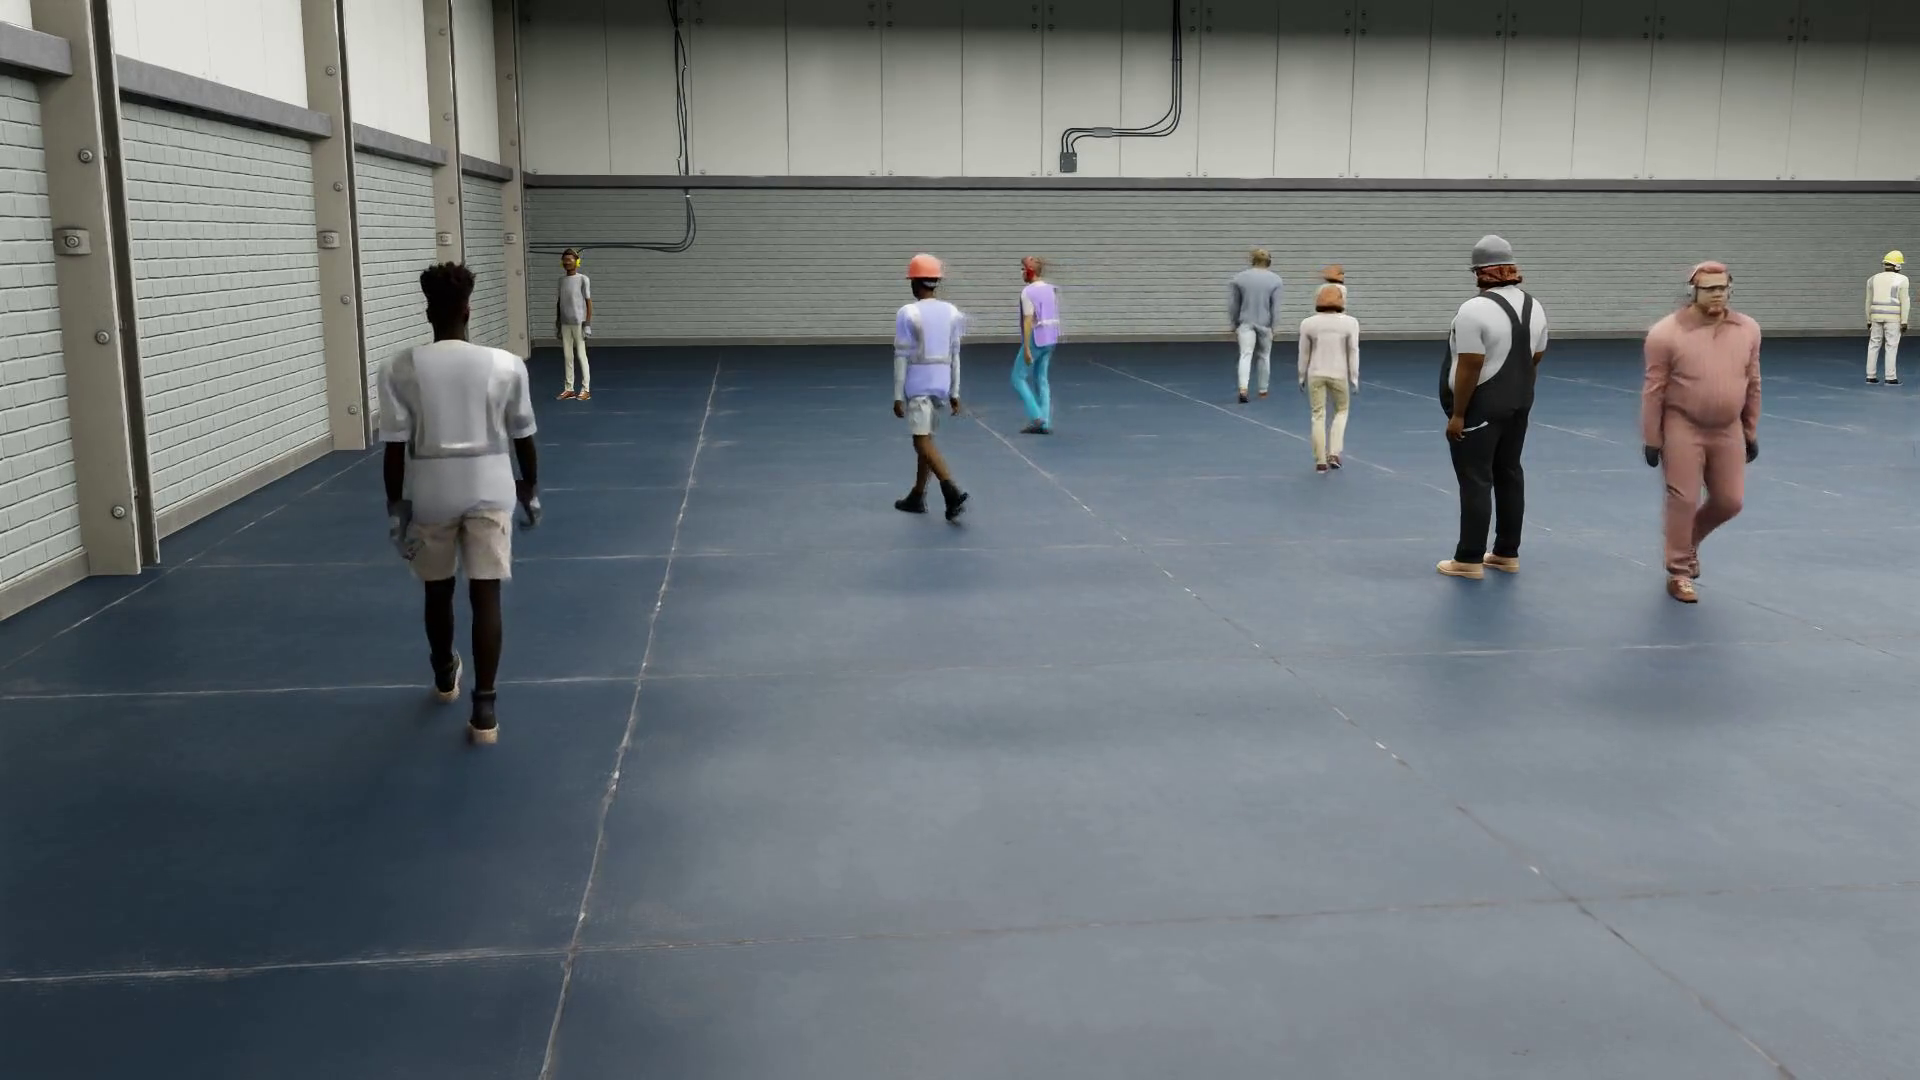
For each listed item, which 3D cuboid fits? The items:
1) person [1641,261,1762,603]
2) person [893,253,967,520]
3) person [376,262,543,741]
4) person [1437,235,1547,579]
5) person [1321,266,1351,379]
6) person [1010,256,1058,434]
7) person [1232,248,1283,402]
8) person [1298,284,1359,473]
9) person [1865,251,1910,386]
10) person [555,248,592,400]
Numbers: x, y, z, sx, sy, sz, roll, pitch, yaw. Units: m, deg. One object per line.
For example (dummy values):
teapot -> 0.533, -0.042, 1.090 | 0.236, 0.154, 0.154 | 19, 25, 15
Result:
person -> 4.137, -0.613, 9.340 | 0.661, 1.889, 0.532 | 0, 10, -2
person -> -0.205, -1.095, 11.952 | 0.550, 1.913, 0.866 | -8, 13, -37
person -> -2.064, -0.186, 6.935 | 0.632, 1.911, 0.995 | -3, 11, -15
person -> 3.125, -0.799, 9.953 | 0.688, 2.000, 0.536 | -7, 12, -32
person -> 5.332, -3.048, 23.430 | 0.669, 1.608, 0.523 | -7, 12, -33
person -> 0.774, -1.986, 17.058 | 0.450, 1.829, 0.574 | 7, 13, 35
person -> 3.646, -2.647, 20.511 | 0.634, 1.900, 0.979 | 3, 11, 15
person -> 3.179, -1.392, 14.336 | 0.531, 1.614, 0.451 | 3, 11, 18
person -> 12.665, -3.020, 22.698 | 0.404, 1.833, 0.592 | -6, 12, -29
person -> -4.827, -2.677, 20.702 | 0.531, 1.876, 0.318 | 4, 11, 23
